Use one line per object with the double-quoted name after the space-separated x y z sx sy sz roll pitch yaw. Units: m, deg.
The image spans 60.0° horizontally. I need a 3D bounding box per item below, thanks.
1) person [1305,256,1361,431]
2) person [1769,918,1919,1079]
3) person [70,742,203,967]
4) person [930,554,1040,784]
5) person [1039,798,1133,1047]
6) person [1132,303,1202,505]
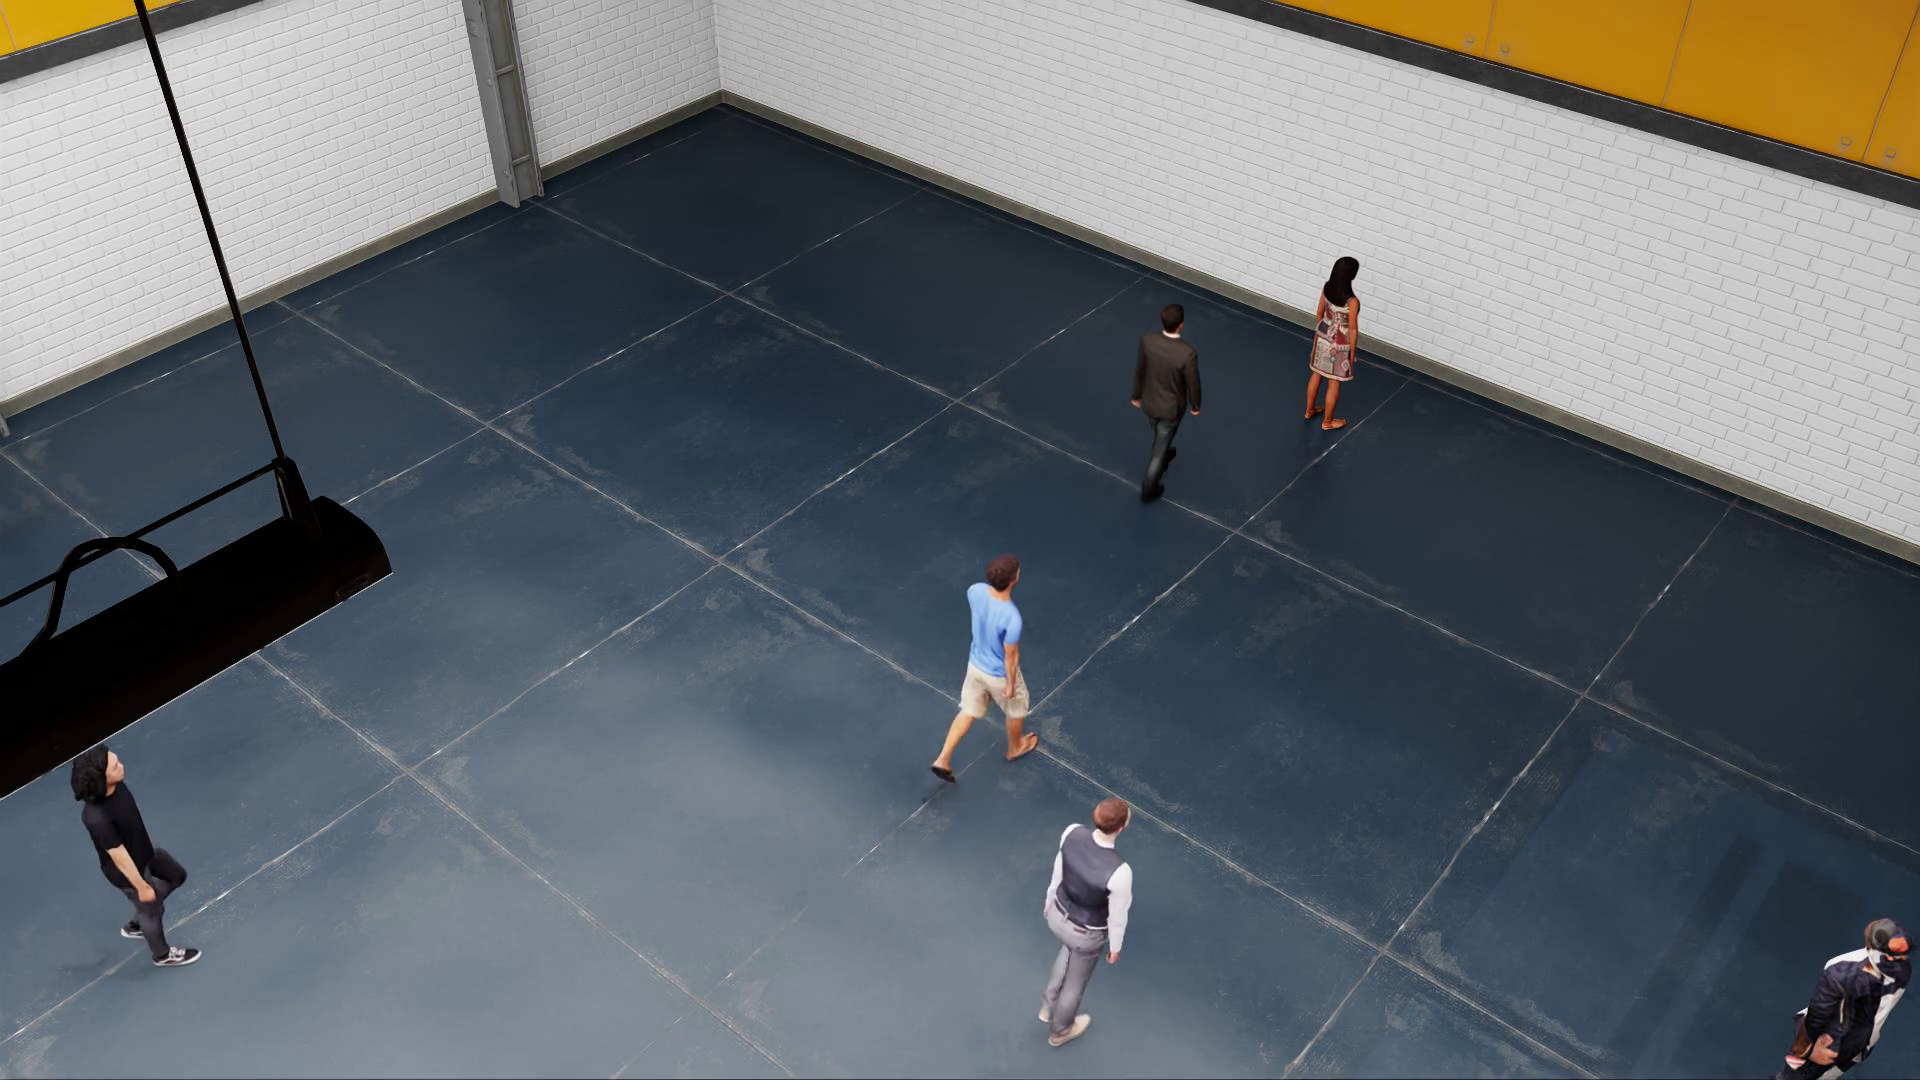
3.246 -1.726 14.443 0.624 1.645 0.703 -23 44 -26 "person"
4.616 2.632 8.791 0.728 1.889 0.842 -11 40 -13 "person"
-4.959 1.888 9.774 0.860 1.825 0.800 -9 39 -11 "person"
0.160 0.877 11.029 1.141 1.838 0.701 -31 48 -33 "person"
0.606 2.185 9.332 0.764 1.913 0.746 -27 46 -29 "person"
1.615 -1.078 13.523 0.734 1.782 0.972 24 44 27 "person"
